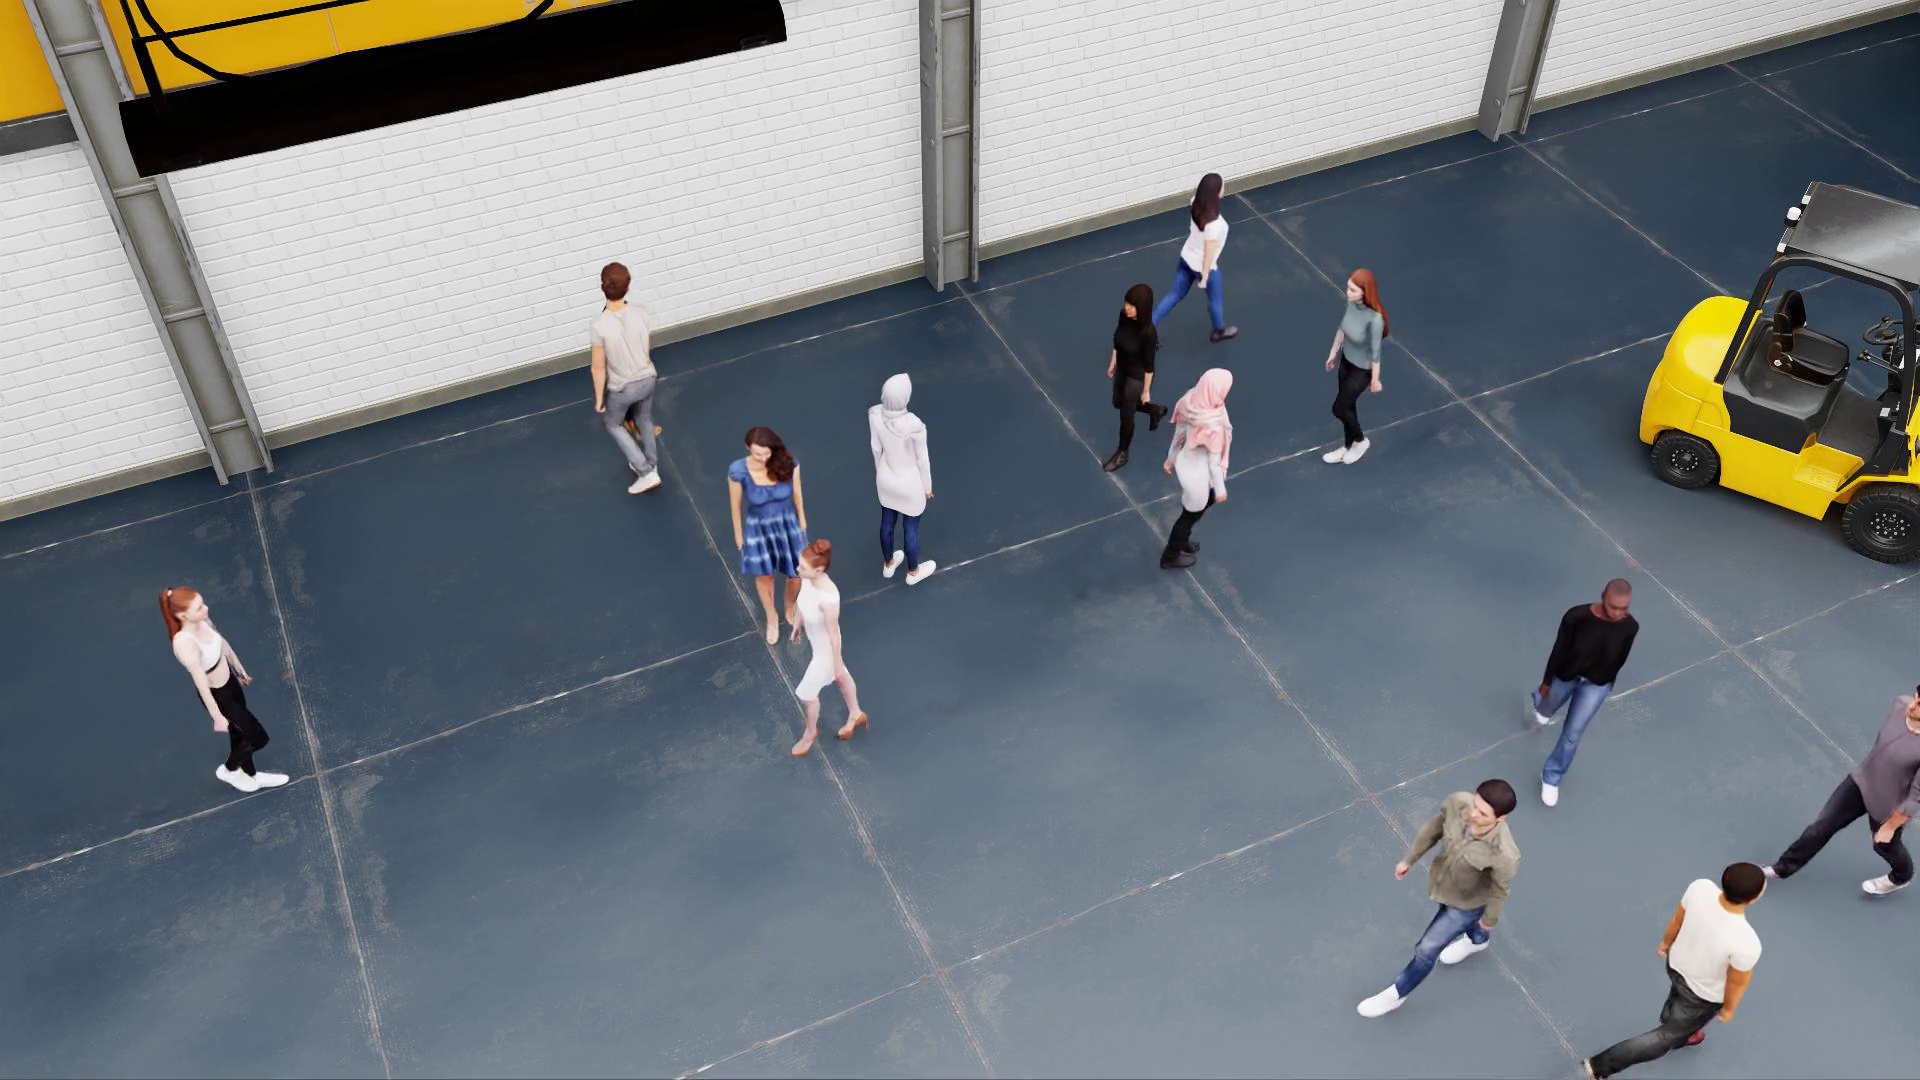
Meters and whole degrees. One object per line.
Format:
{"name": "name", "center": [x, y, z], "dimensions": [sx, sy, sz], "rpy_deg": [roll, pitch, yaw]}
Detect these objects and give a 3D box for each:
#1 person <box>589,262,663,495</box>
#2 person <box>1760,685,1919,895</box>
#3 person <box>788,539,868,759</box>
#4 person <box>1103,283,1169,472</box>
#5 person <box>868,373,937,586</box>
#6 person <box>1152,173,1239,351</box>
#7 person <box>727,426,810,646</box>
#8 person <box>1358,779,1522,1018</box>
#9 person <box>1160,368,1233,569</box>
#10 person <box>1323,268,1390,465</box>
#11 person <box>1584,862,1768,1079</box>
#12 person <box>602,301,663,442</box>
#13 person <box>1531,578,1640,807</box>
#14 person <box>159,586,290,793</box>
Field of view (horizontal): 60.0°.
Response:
{"name": "person", "center": [-2.306, -1.115, 12.044], "dimensions": [0.779, 1.867, 0.878], "rpy_deg": [-32, 52, -29]}
{"name": "person", "center": [5.309, 1.441, 9.406], "dimensions": [1.279, 1.805, 0.955], "rpy_deg": [-4, 44, -4]}
{"name": "person", "center": [-0.738, 0.646, 10.262], "dimensions": [0.757, 1.776, 0.601], "rpy_deg": [-16, 46, -16]}
{"name": "person", "center": [1.340, -1.258, 12.366], "dimensions": [0.896, 1.630, 0.633], "rpy_deg": [-23, 48, -22]}
{"name": "person", "center": [-0.407, -0.406, 11.367], "dimensions": [0.689, 1.776, 0.708], "rpy_deg": [22, 48, 22]}
{"name": "person", "center": [1.821, -2.161, 13.303], "dimensions": [1.114, 1.645, 0.603], "rpy_deg": [-18, 46, -18]}
{"name": "person", "center": [-1.242, -0.071, 11.002], "dimensions": [0.637, 1.793, 0.769], "rpy_deg": [-7, 44, -7]}
{"name": "person", "center": [2.762, 1.845, 8.967], "dimensions": [1.182, 1.826, 0.768], "rpy_deg": [-15, 46, -15]}
{"name": "person", "center": [1.531, -0.419, 11.374], "dimensions": [0.693, 1.785, 0.692], "rpy_deg": [-8, 44, -9]}
{"name": "person", "center": [3.002, -1.288, 12.329], "dimensions": [0.684, 1.724, 0.649], "rpy_deg": [-11, 45, -11]}
{"name": "person", "center": [3.721, 2.260, 8.565], "dimensions": [1.123, 1.780, 0.752], "rpy_deg": [-12, 45, -12]}
{"name": "person", "center": [-2.537, -1.308, 12.712], "dimensions": [0.541, 1.226, 0.547], "rpy_deg": [-29, 51, -27]}
{"name": "person", "center": [3.759, 0.796, 10.138], "dimensions": [1.046, 1.730, 1.057], "rpy_deg": [9, 44, 9]}
{"name": "person", "center": [-4.521, 0.943, 9.978], "dimensions": [0.709, 1.737, 0.678], "rpy_deg": [-7, 44, -7]}
